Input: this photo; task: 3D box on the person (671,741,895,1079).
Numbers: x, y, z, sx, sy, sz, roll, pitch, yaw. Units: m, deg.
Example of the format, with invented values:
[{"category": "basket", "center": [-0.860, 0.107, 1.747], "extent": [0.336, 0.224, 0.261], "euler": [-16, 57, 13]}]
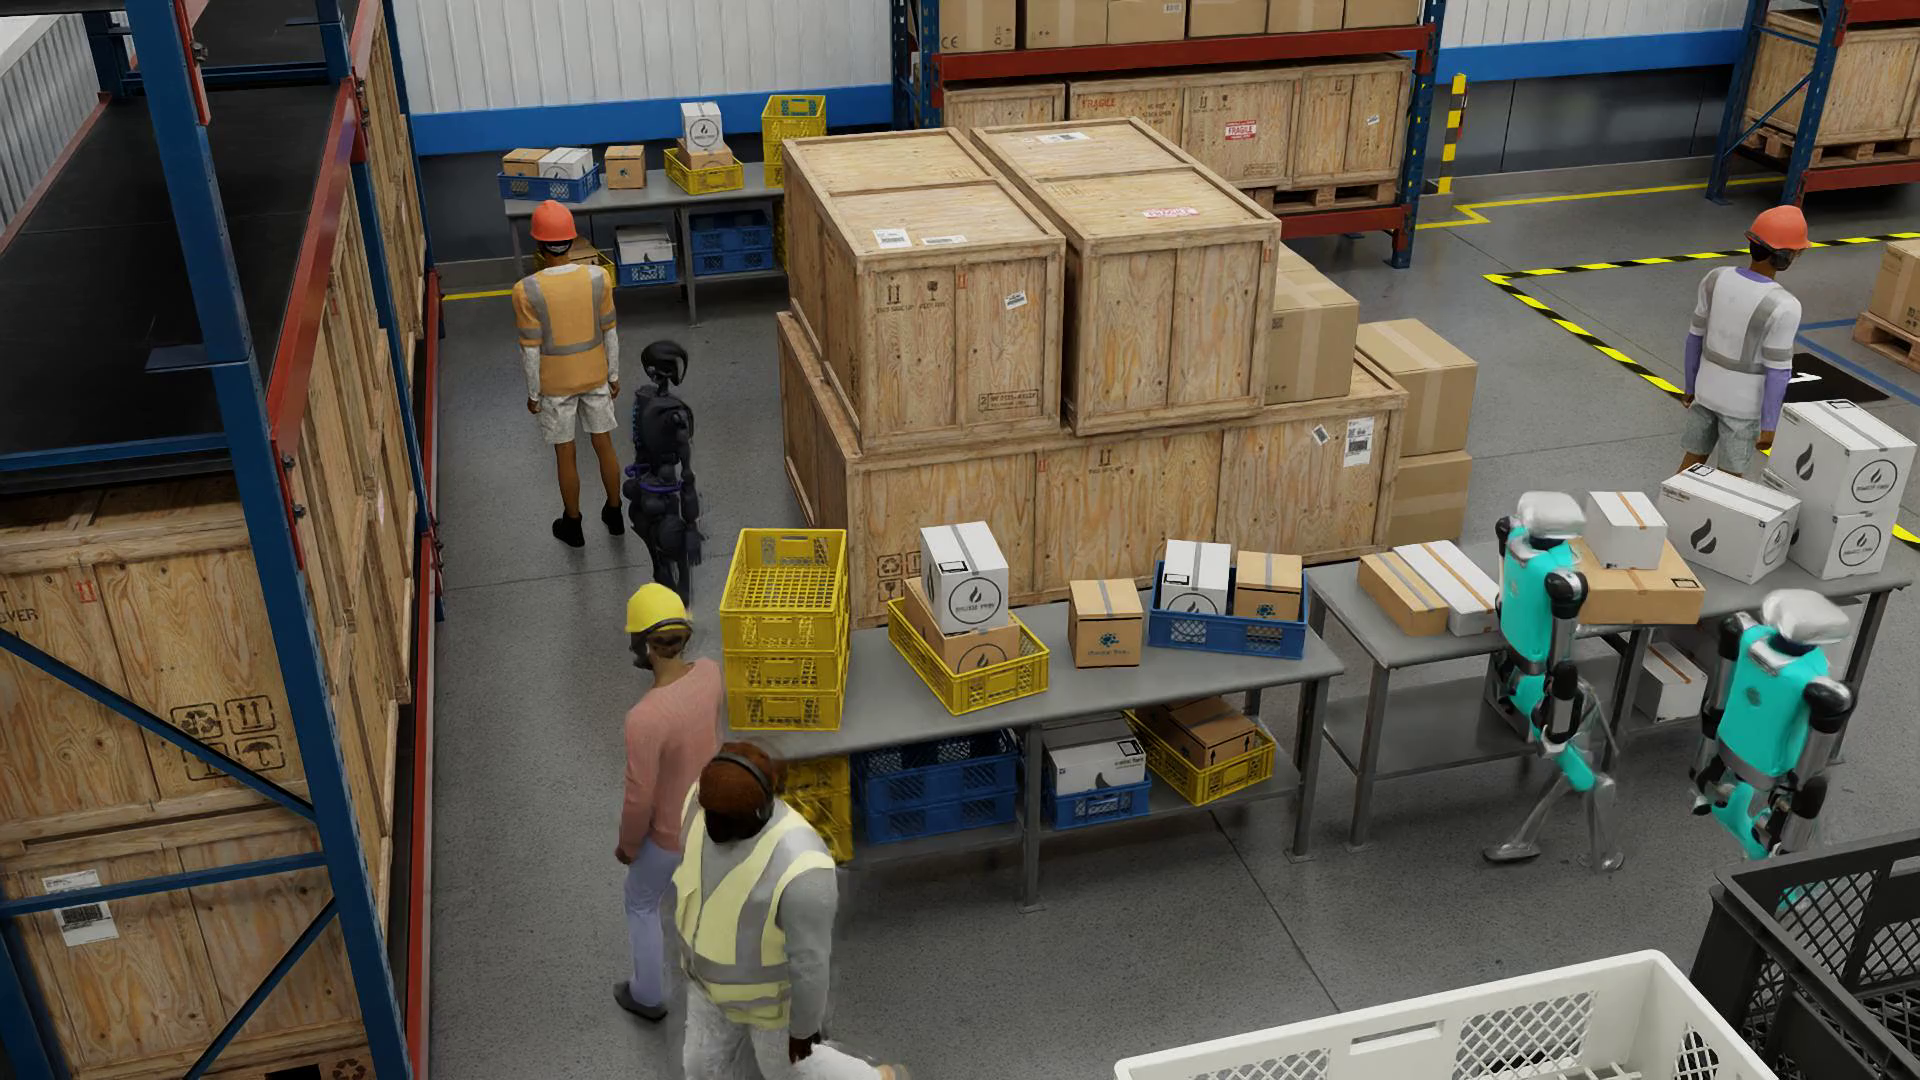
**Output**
[{"category": "person", "center": [-0.587, 1.308, 5.167], "extent": [0.816, 1.805, 0.668], "euler": [-24, 37, -36]}]

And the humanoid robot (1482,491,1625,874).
[{"category": "humanoid robot", "center": [2.439, 0.640, 6.525], "extent": [0.858, 1.864, 0.548], "euler": [-5, 29, -9]}]

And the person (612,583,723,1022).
[{"category": "person", "center": [-1.006, 0.967, 5.857], "extent": [0.646, 1.717, 0.552], "euler": [16, 32, 26]}]

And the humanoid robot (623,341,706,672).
[{"category": "humanoid robot", "center": [-1.466, -0.140, 7.917], "extent": [0.479, 1.647, 0.608], "euler": [-18, 33, -29]}]

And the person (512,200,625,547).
[{"category": "person", "center": [-2.101, -0.881, 8.988], "extent": [0.544, 1.938, 0.358], "euler": [-17, 33, -28]}]

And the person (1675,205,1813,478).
[{"category": "person", "center": [4.020, -0.739, 8.622], "extent": [0.390, 2.040, 0.613], "euler": [-11, 31, -19]}]

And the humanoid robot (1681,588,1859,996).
[{"category": "humanoid robot", "center": [2.928, 0.977, 5.927], "extent": [0.662, 1.884, 0.557], "euler": [-10, 30, -17]}]
